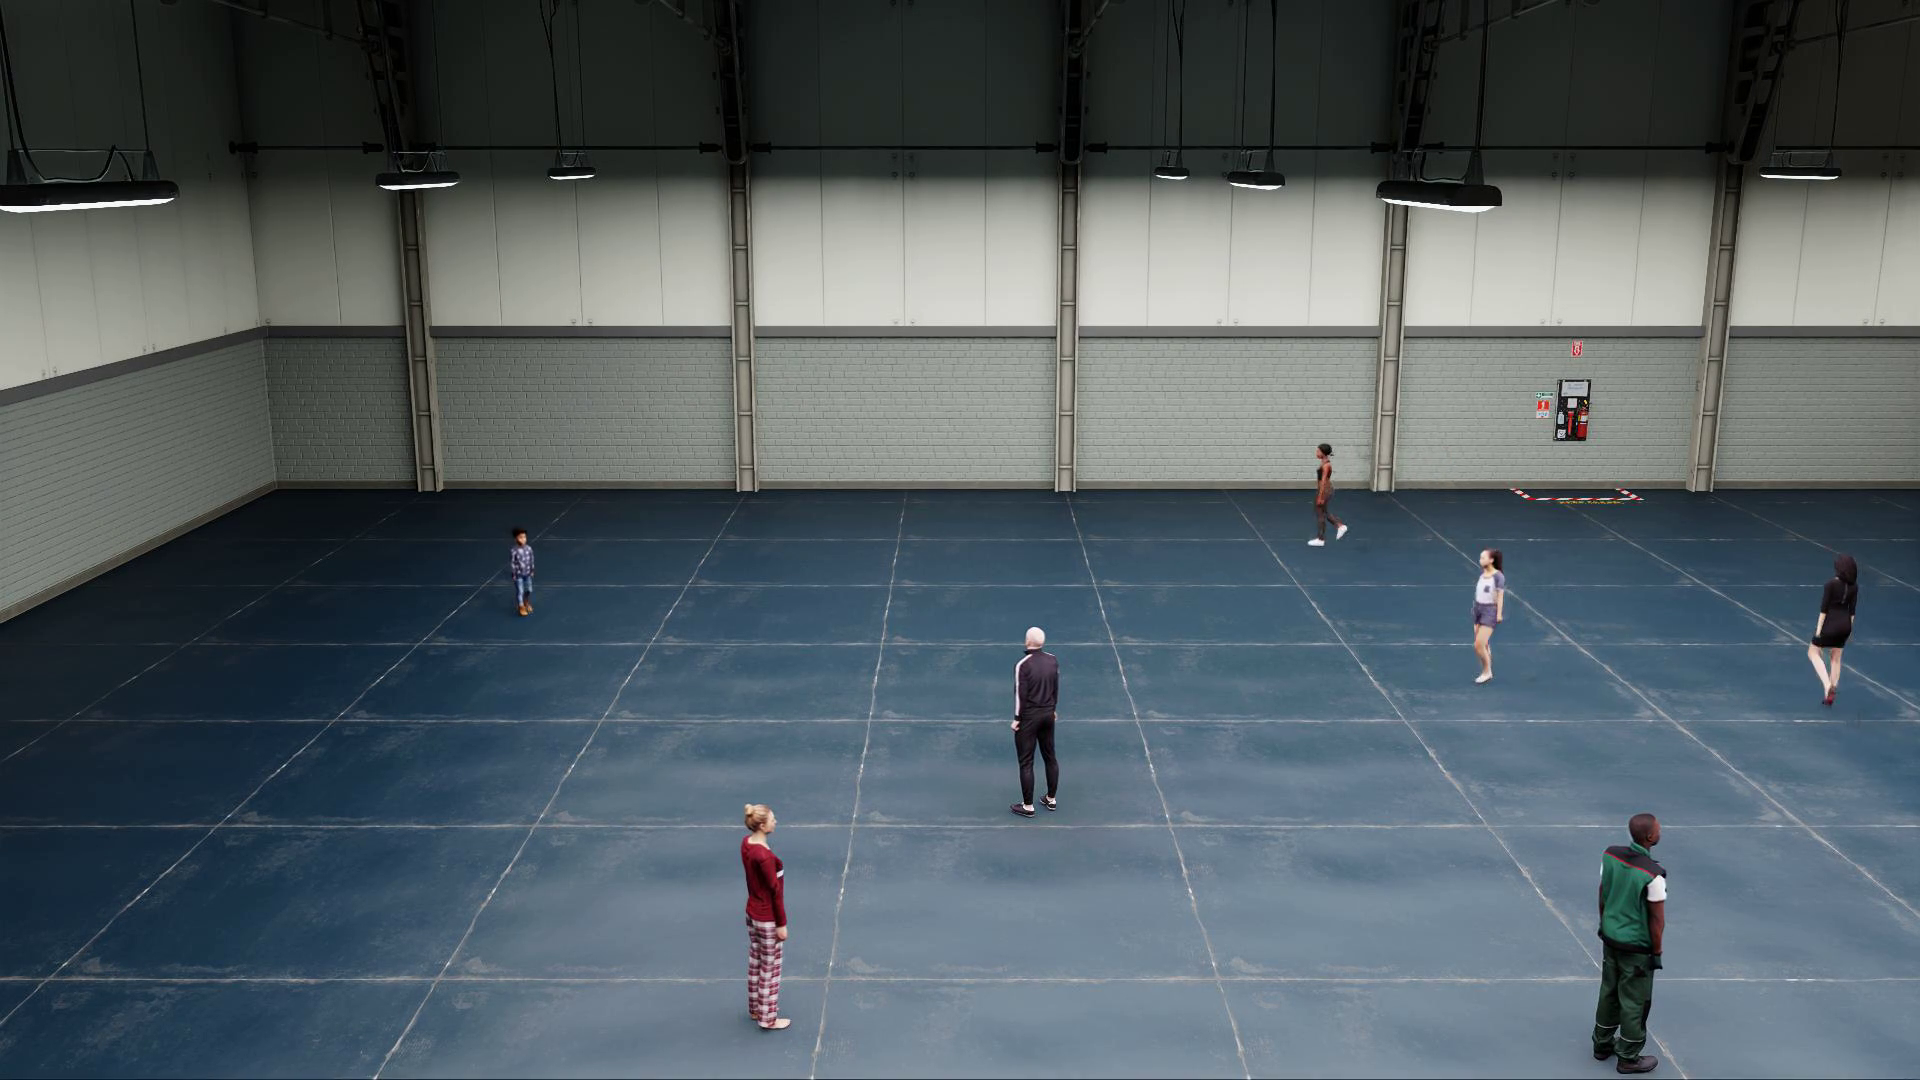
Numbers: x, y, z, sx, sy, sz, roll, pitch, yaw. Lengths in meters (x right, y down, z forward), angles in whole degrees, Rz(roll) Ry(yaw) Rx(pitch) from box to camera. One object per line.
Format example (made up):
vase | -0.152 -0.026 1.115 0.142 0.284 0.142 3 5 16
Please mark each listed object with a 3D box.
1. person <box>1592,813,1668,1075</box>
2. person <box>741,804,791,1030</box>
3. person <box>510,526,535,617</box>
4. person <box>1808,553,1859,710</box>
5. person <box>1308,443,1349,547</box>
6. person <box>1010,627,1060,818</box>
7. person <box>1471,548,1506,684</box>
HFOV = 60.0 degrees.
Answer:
person | 4.603 2.744 11.430 0.744 1.838 0.771 -6 14 -24
person | -1.409 2.689 11.981 0.681 1.697 0.683 -8 15 -30
person | -6.039 0.414 22.810 0.595 1.243 0.663 -10 16 -37
person | 9.922 1.067 18.783 0.636 1.788 0.718 -2 13 -8
person | 5.935 -0.712 26.696 0.878 1.683 0.639 2 13 9
person | 0.729 1.720 15.853 0.725 1.837 0.826 -9 16 -34
person | 6.347 0.907 19.811 0.673 1.636 0.674 -4 14 -16
